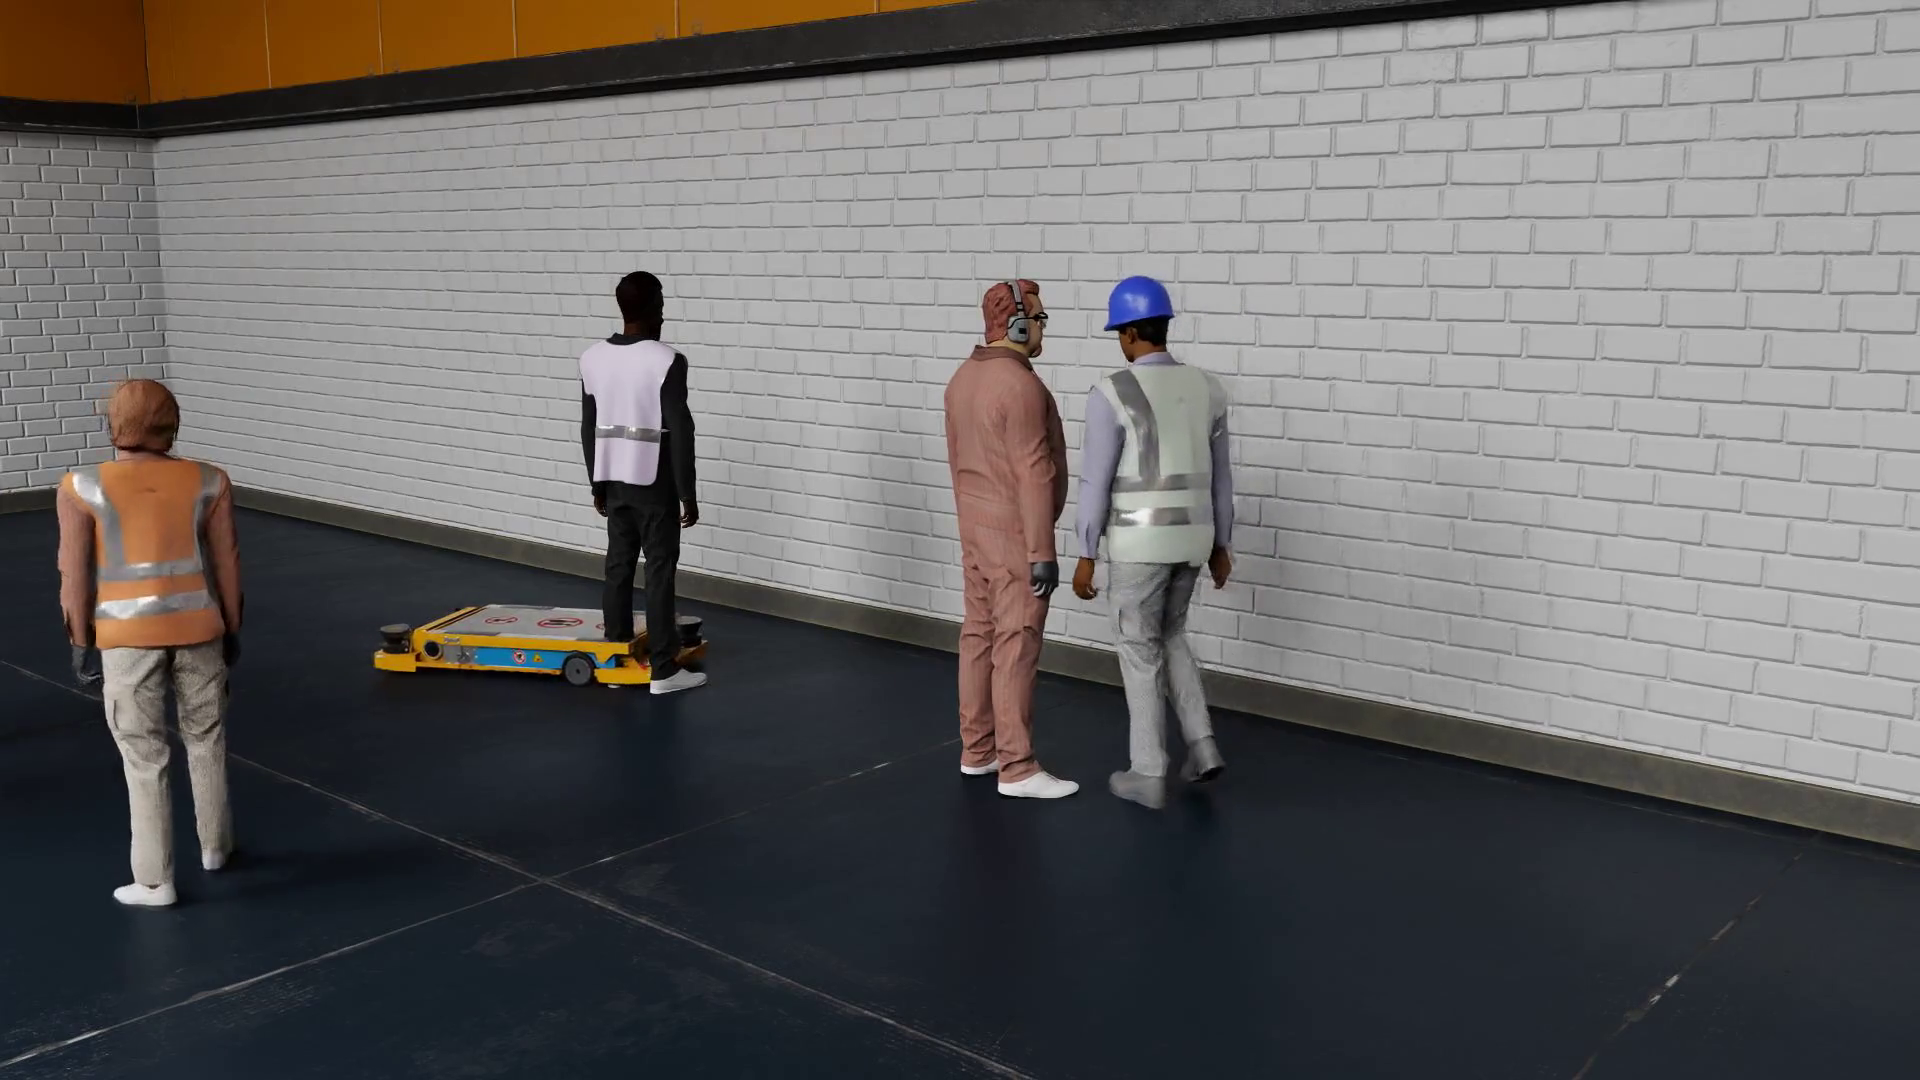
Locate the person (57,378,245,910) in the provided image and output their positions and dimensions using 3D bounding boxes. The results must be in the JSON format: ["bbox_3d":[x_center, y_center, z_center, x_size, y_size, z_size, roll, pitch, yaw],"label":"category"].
[{"bbox_3d":[-2.509,0.315,5.203,0.517,1.618,0.507,-8,13,-38],"label":"person"}]

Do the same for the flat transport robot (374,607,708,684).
[{"bbox_3d":[-2.007,0.490,8.025,1.431,0.197,0.652,2,10,12],"label":"flat transport robot"}]

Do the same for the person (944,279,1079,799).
[{"bbox_3d":[0.200,-0.003,6.177,0.406,1.911,0.639,-5,11,-25],"label":"person"}]

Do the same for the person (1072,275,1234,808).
[{"bbox_3d":[0.688,0.010,6.043,0.625,1.921,0.466,-8,13,-37],"label":"person"}]

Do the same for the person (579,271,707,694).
[{"bbox_3d":[-1.454,-0.254,7.574,0.597,1.918,0.379,5,11,28],"label":"person"}]
